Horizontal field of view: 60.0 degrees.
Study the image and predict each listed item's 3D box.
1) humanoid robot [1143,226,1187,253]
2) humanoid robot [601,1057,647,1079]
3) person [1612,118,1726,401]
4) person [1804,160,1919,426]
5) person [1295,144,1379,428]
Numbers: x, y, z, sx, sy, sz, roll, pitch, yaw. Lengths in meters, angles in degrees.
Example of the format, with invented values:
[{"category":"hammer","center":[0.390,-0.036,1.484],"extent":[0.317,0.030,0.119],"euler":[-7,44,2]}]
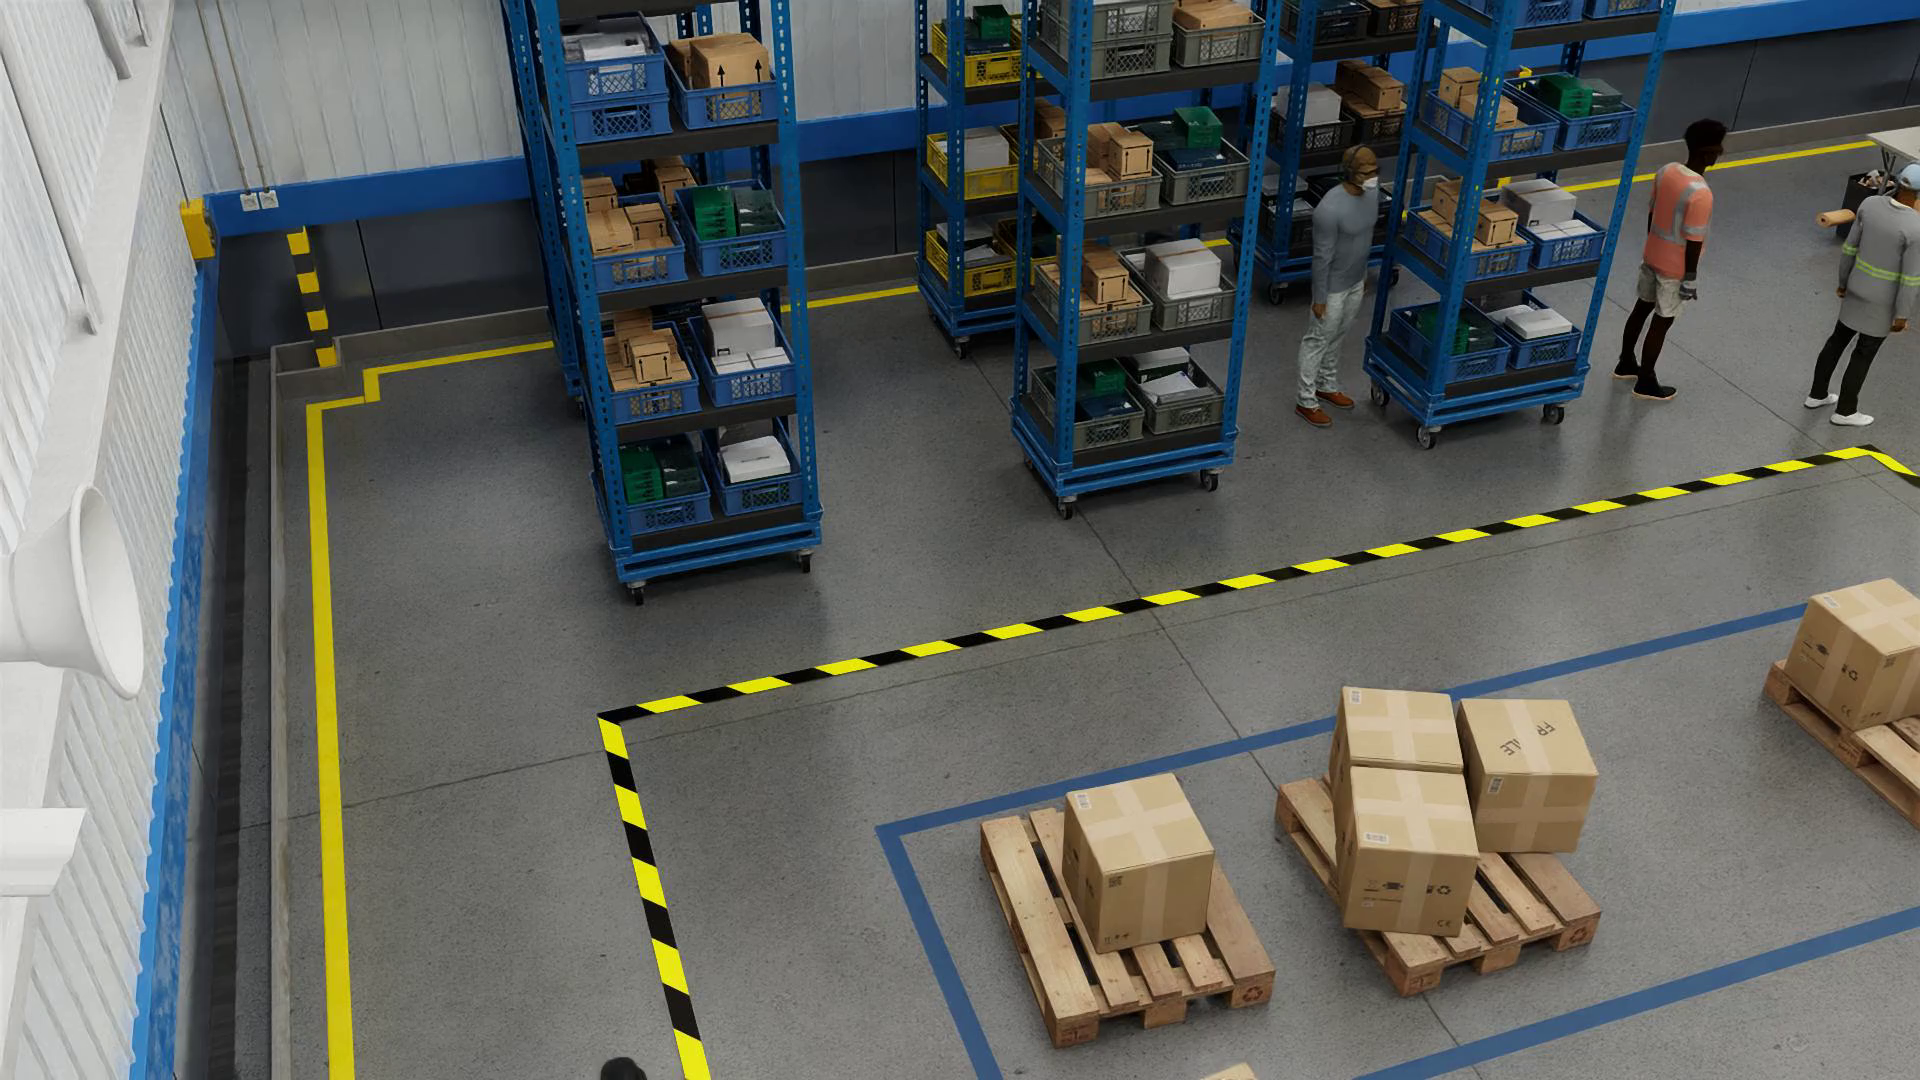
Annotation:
[{"category":"humanoid robot","center":[1.380,-1.571,11.073],"extent":[0.656,1.634,0.612],"euler":[8,36,11]},{"category":"humanoid robot","center":[-1.036,2.323,5.582],"extent":[0.603,1.632,0.786],"euler":[-18,39,-23]},{"category":"person","center":[4.825,-1.896,11.271],"extent":[0.367,1.966,0.602],"euler":[-4,35,-6]},{"category":"person","center":[6.065,-1.630,10.992],"extent":[0.388,1.850,0.598],"euler":[-11,37,-15]},{"category":"person","center":[2.516,-1.689,11.003],"extent":[0.373,1.940,0.627],"euler":[27,43,33]}]
